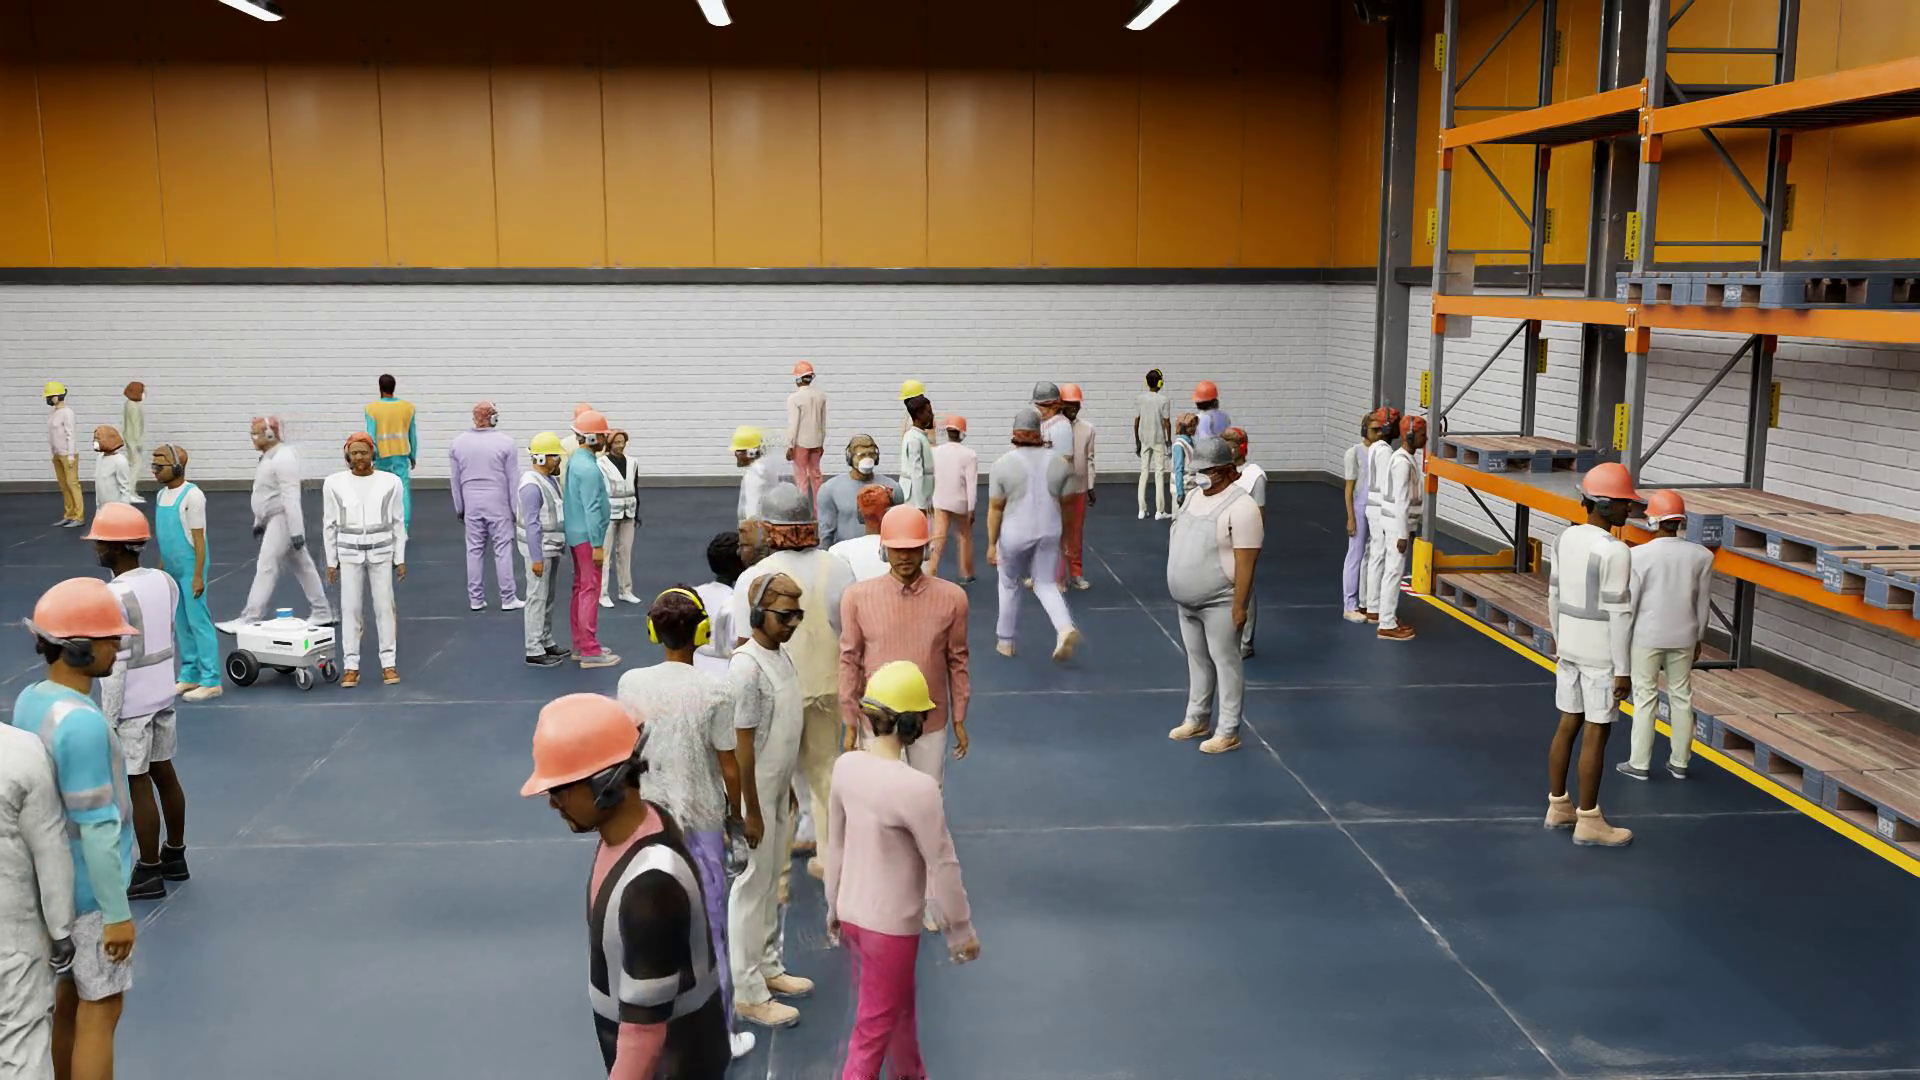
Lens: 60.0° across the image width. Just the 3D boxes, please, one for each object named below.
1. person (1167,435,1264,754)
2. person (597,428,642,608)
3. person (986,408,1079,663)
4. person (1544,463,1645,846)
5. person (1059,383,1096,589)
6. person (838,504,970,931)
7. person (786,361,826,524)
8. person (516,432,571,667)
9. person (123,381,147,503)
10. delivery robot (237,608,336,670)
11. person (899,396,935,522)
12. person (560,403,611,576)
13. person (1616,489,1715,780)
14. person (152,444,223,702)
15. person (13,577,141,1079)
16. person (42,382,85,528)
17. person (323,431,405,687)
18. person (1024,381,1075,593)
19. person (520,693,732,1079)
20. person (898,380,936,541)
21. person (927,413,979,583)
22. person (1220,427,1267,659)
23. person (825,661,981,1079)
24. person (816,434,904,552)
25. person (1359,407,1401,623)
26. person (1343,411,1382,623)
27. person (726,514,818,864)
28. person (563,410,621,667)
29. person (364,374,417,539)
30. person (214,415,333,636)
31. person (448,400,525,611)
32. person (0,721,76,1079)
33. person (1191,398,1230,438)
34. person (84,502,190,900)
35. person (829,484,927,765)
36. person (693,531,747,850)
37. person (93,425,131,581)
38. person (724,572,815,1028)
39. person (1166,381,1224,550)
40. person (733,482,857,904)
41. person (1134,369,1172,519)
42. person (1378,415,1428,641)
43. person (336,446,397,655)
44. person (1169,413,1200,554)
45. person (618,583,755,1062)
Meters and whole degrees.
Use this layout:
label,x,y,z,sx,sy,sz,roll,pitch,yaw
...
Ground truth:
label,x,y,z,sx,sy,sz,roll,pitch,yaw
person,1.582,0.325,10.616,0.535,2.000,0.680,-5,10,-28
person,-3.138,-0.208,15.219,0.311,1.638,0.523,8,12,40
person,0.571,-0.053,12.993,0.712,2.000,0.853,-3,10,-18
person,3.391,0.602,8.876,0.369,2.040,0.615,-2,9,-13
person,1.031,-0.507,15.981,0.609,1.997,0.375,-4,10,-23
person,-0.251,0.821,7.646,0.613,1.995,0.391,-1,9,-8
person,-1.868,-1.162,20.094,0.382,1.993,0.622,7,11,38
person,-3.227,0.067,12.935,0.404,1.824,0.591,0,9,0
person,-11.013,-1.306,22.186,0.316,1.621,0.540,-6,11,-35
delivery robot,-4.986,0.749,12.312,0.707,0.478,0.477,4,10,21
person,-0.390,-0.373,15.378,0.391,1.922,0.593,0,9,-3
person,-3.735,-0.502,16.701,0.559,1.755,0.320,-4,10,-25
person,4.204,0.566,9.988,0.562,1.755,0.330,0,9,-2
person,-5.544,0.230,11.870,0.512,1.841,0.343,6,11,35
person,-2.882,1.133,5.542,0.396,2.038,0.614,-9,13,-44
person,-10.775,-1.021,19.959,0.525,1.760,0.339,7,11,37
person,-4.381,0.141,12.268,0.574,1.882,0.356,-3,10,-19
person,0.811,-0.510,15.862,0.536,2.000,0.672,-2,9,-9
person,-0.811,1.356,4.250,0.555,2.006,0.686,-3,10,-19
person,-0.469,-0.757,17.800,0.386,1.917,0.584,-4,10,-25
person,-0.095,-0.368,16.032,0.580,1.705,0.927,4,10,23
person,2.187,0.024,13.138,0.388,1.840,0.563,-5,11,-31
person,-0.169,1.271,5.651,0.810,1.736,0.547,-7,11,-36
person,-0.678,0.231,11.531,0.628,1.940,0.373,-3,10,-20
person,3.669,-0.215,14.498,0.337,1.882,0.584,0,9,0
person,3.573,-0.203,14.553,0.508,1.844,0.345,-6,11,-34
person,-0.987,0.774,8.498,0.684,1.816,0.545,-1,9,-8
person,-2.862,-0.012,12.899,0.406,1.988,0.614,-4,10,-23
person,-6.613,-0.977,19.283,0.617,1.873,0.972,-6,11,-34
person,-5.800,-0.120,13.983,0.985,1.851,0.680,-5,10,-26
person,-4.244,-0.305,14.992,0.642,1.909,0.399,1,9,7
person,-3.165,1.230,5.354,0.651,1.906,0.402,-1,9,-8
person,3.038,-0.989,20.215,0.545,1.625,0.481,-2,9,-13
person,-4.016,0.780,8.083,0.361,1.938,0.545,1,9,4
person,-0.448,0.627,9.222,0.574,1.882,0.355,0,9,3
person,-1.256,0.792,8.808,0.335,1.684,0.537,-8,12,-39
person,-7.927,-0.259,15.559,0.499,1.634,0.279,6,11,35
person,-0.785,1.036,6.785,0.348,1.840,0.506,2,9,10
person,2.625,-0.782,18.051,0.663,1.894,0.641,7,11,37
person,-0.848,0.726,8.098,0.673,2.000,0.535,-7,11,-38
person,2.406,-1.187,20.645,0.513,1.872,0.328,5,10,29
person,3.680,-0.103,13.842,0.356,1.878,0.572,3,9,16
person,-4.741,0.054,13.250,0.567,1.743,0.351,-1,9,-6
person,2.281,-0.472,16.882,0.306,1.637,0.524,4,10,21
person,-1.044,1.089,6.339,0.516,1.876,0.327,2,9,15
